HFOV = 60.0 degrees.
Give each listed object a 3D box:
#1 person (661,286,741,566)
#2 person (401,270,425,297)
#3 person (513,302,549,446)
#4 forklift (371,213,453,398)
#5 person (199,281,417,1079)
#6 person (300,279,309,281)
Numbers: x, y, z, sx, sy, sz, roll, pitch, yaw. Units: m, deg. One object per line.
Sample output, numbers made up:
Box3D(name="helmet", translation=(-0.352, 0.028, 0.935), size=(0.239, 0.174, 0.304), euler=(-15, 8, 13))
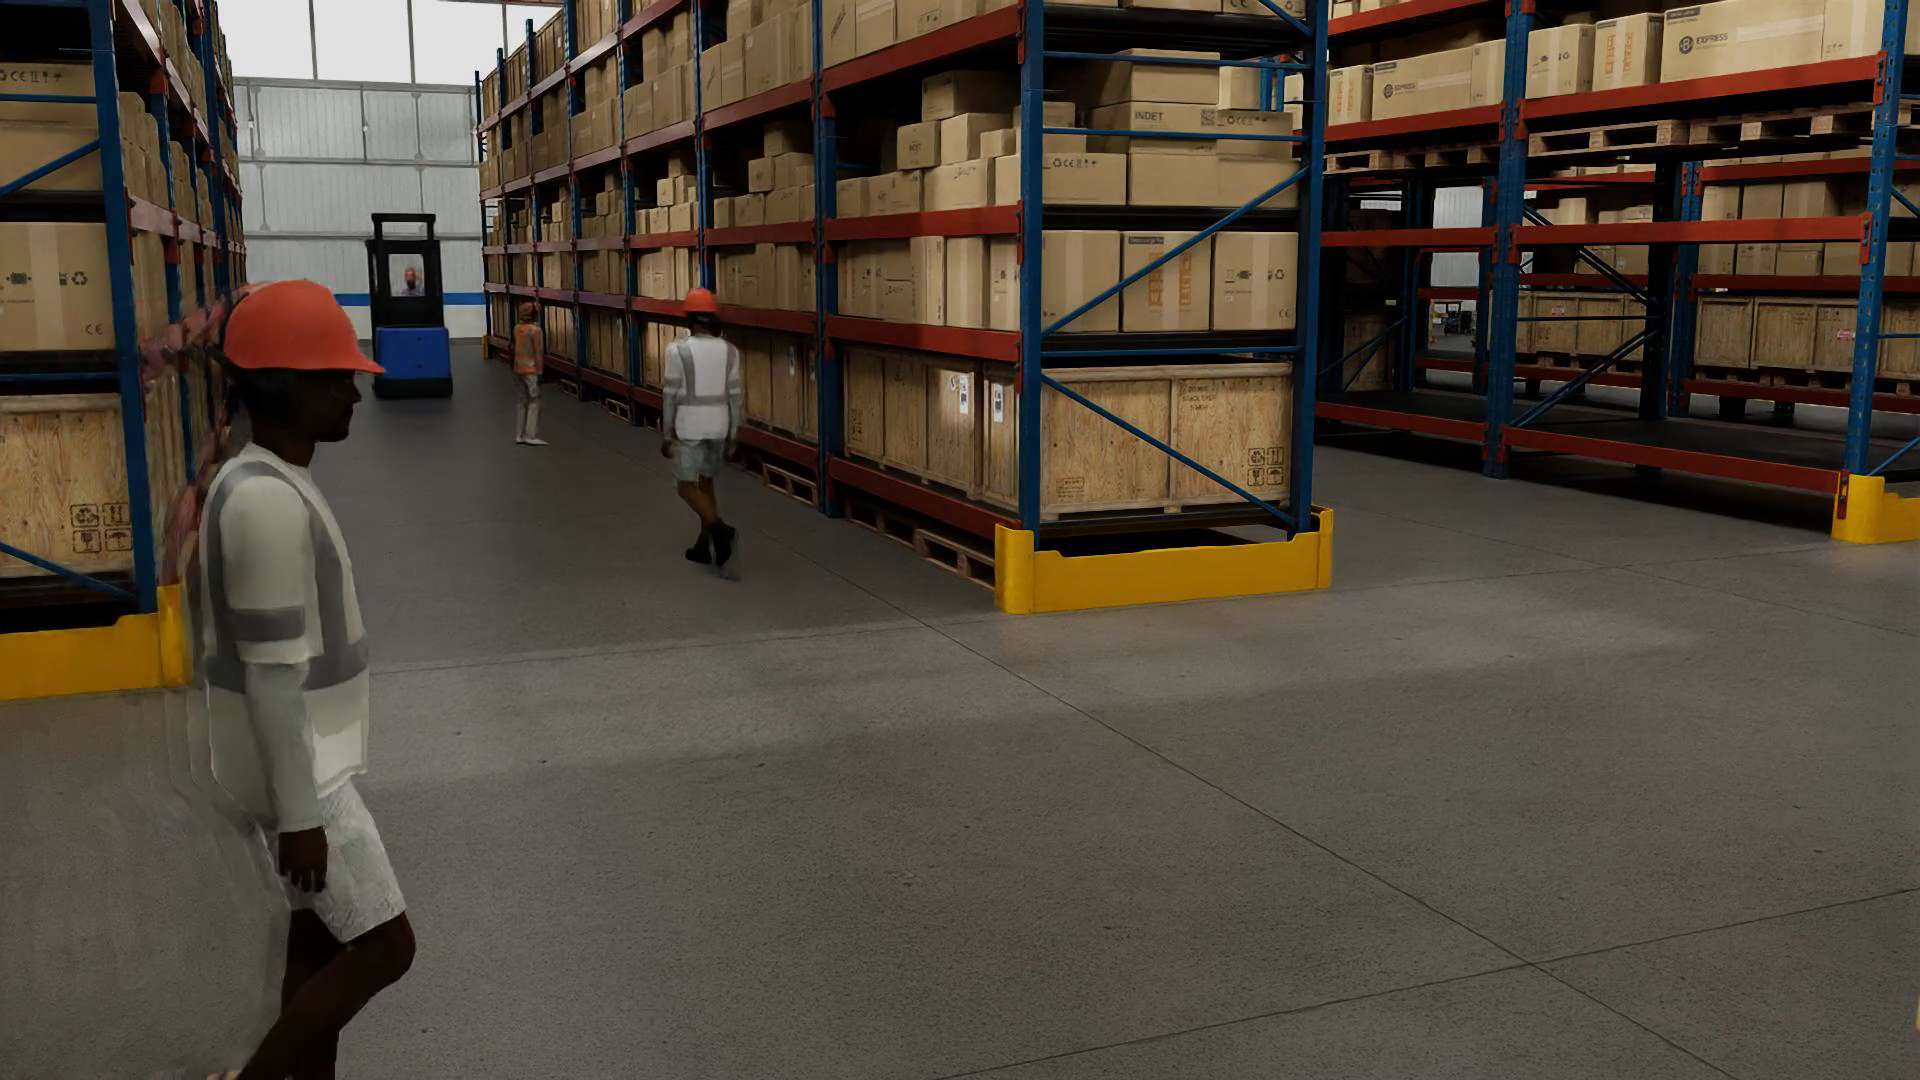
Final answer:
Box3D(name="person", translation=(-1.708, -0.746, 11.223), size=(0.550, 1.914, 0.736), euler=(-7, 12, -37))
Box3D(name="person", translation=(-11.199, -4.547, 33.999), size=(0.544, 1.920, 0.578), euler=(2, 10, 10))
Box3D(name="person", translation=(-4.879, -1.879, 18.858), size=(0.532, 1.631, 0.322), euler=(8, 12, 40))
Box3D(name="forklift", translation=(-8.562, -3.665, 25.815), size=(1.129, 2.768, 1.873), euler=(-4, 10, -22))
Box3D(name="person", translation=(-1.400, 0.474, 3.553), size=(0.447, 2.033, 0.629), euler=(-4, 10, -22))
Box3D(name="person", translation=(-12.683, -4.187, 32.300), size=(0.325, 1.753, 0.572), euler=(3, 10, 17))
